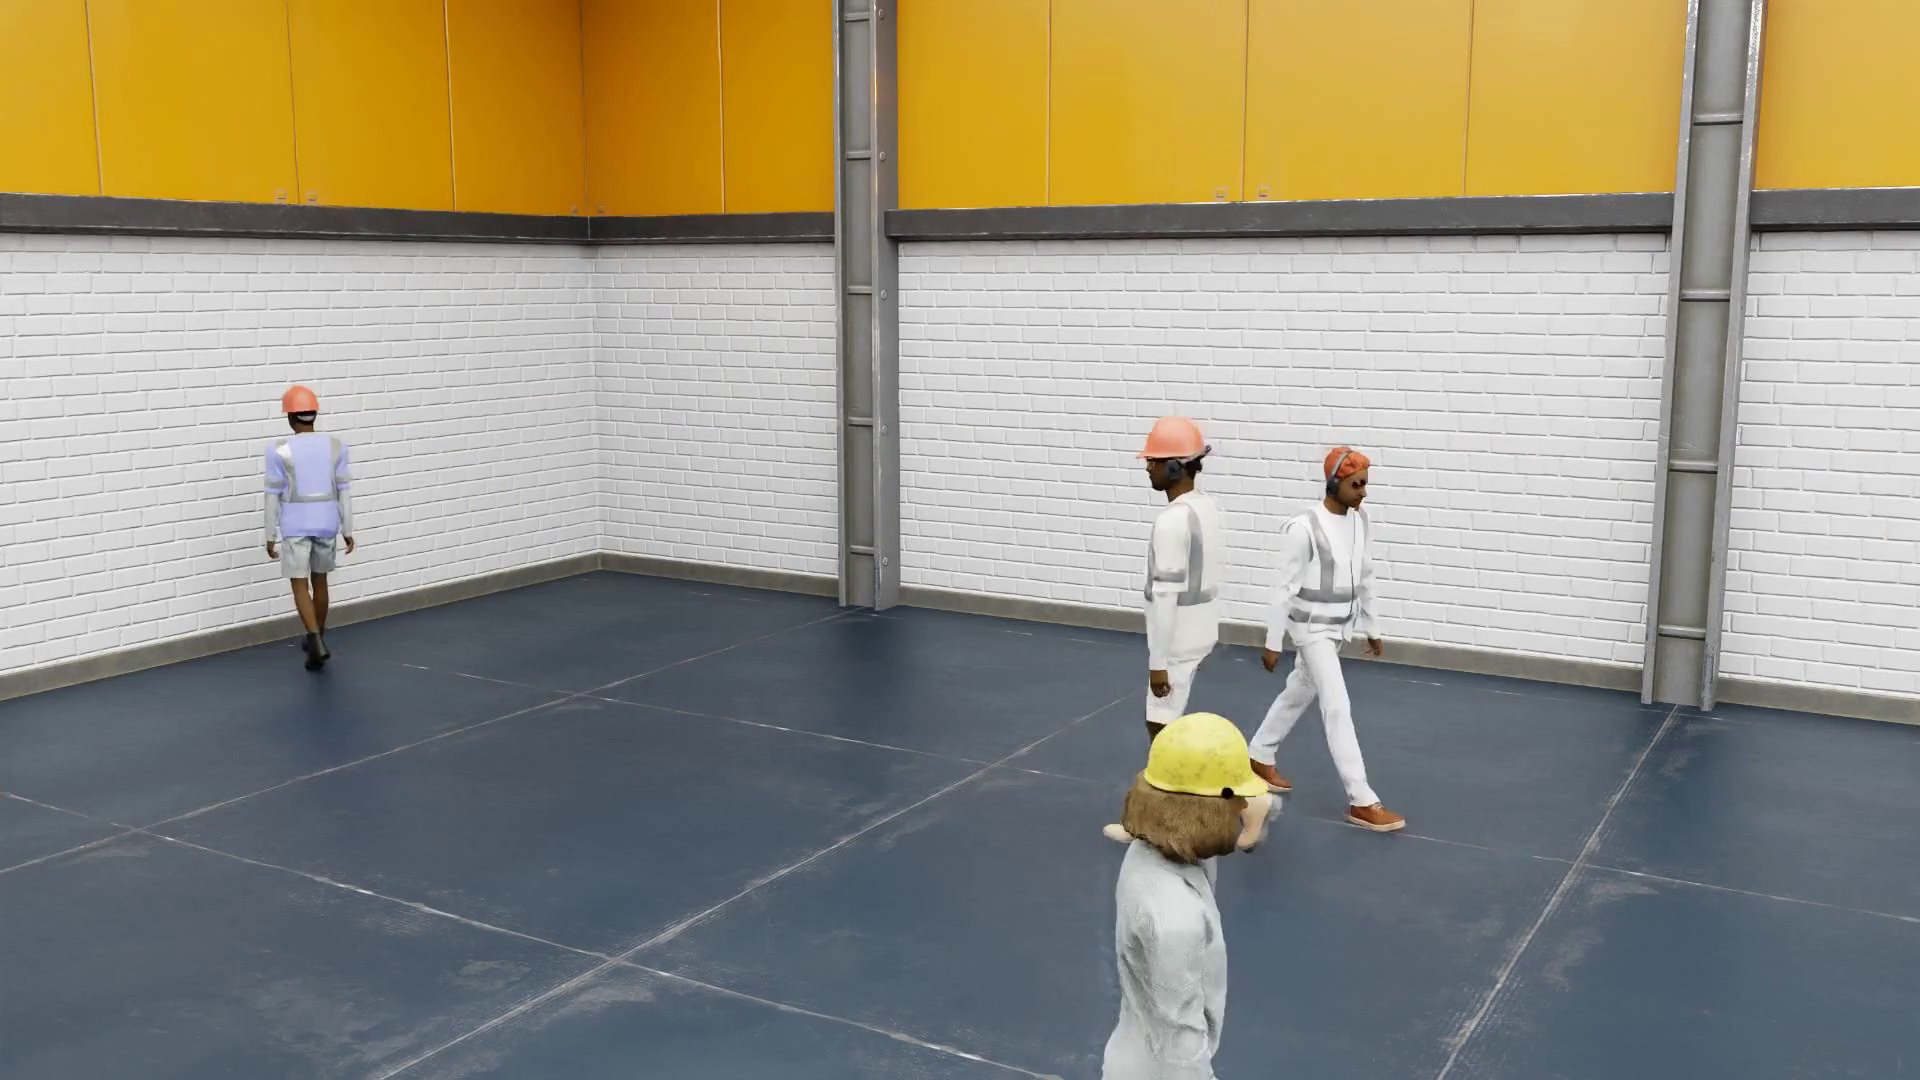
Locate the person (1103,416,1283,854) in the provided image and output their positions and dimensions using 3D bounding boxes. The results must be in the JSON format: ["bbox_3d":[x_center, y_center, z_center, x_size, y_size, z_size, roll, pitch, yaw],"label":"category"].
[{"bbox_3d":[1.049,0.453,7.469,0.787,2.021,0.614,4,10,23],"label":"person"}]

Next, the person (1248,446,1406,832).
[{"bbox_3d":[1.763,0.437,8.154,0.628,1.836,1.026,-9,13,-44],"label":"person"}]

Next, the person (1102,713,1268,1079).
[{"bbox_3d":[0.531,1.215,3.618,0.640,1.719,0.520,1,9,5],"label":"person"}]

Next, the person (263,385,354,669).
[{"bbox_3d":[-4.409,-0.100,11.273,0.556,1.909,0.872,-7,12,-38],"label":"person"}]
